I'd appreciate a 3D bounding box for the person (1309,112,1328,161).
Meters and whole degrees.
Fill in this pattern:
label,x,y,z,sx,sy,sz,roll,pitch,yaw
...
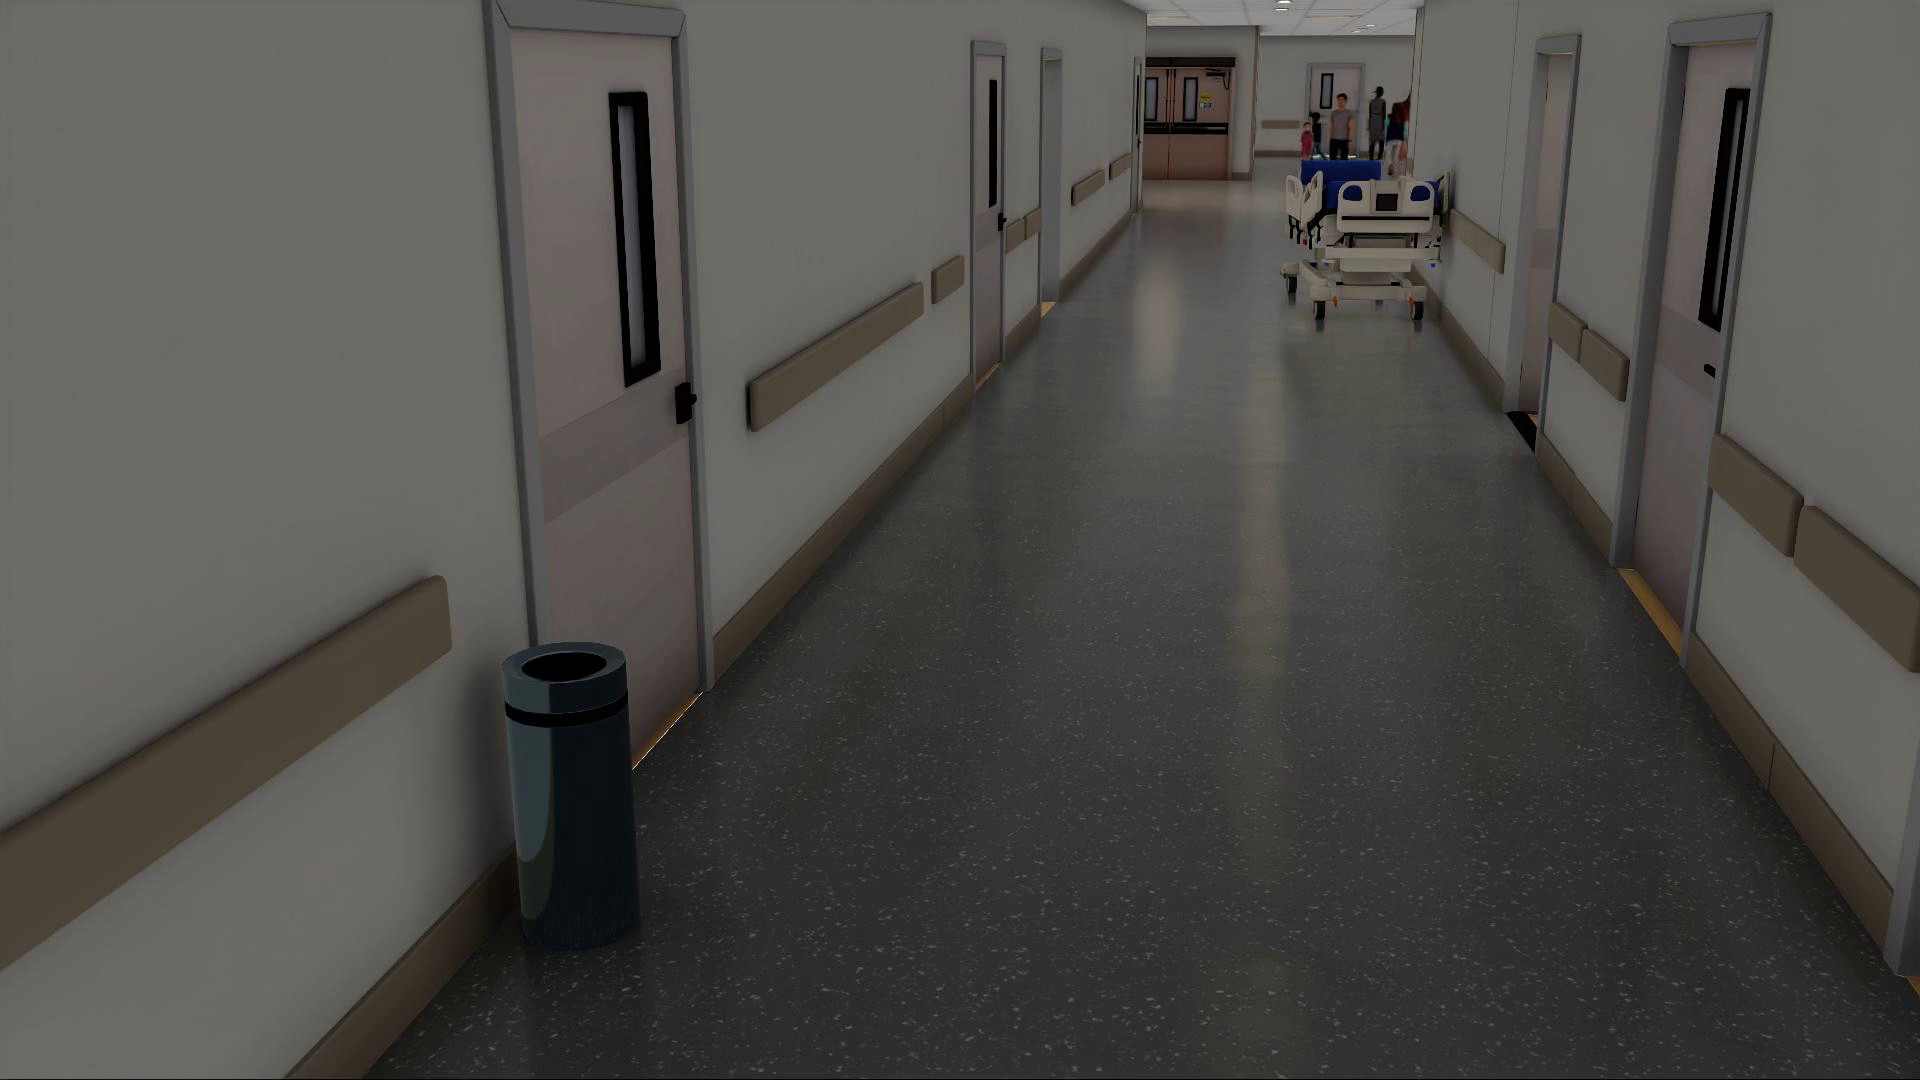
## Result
label,x,y,z,sx,sy,sz,roll,pitch,yaw
person,8.179,-9.152,38.046,0.806,1.201,0.870,-11,19,-34

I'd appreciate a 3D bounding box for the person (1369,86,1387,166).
label,x,y,z,sx,sy,sz,roll,pitch,yaw
person,9.475,-9.432,37.986,0.797,1.773,0.839,11,19,35

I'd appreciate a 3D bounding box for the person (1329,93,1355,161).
label,x,y,z,sx,sy,sz,roll,pitch,yaw
person,7.264,-7.597,31.632,1.079,1.688,0.886,8,17,25

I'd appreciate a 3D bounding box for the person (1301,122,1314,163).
label,x,y,z,sx,sy,sz,roll,pitch,yaw
person,7.775,-8.848,37.317,0.616,1.012,0.603,-3,16,-10

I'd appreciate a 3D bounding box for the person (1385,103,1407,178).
label,x,y,z,sx,sy,sz,roll,pitch,yaw
person,8.986,-8.253,34.332,0.646,1.486,0.688,0,16,-1
